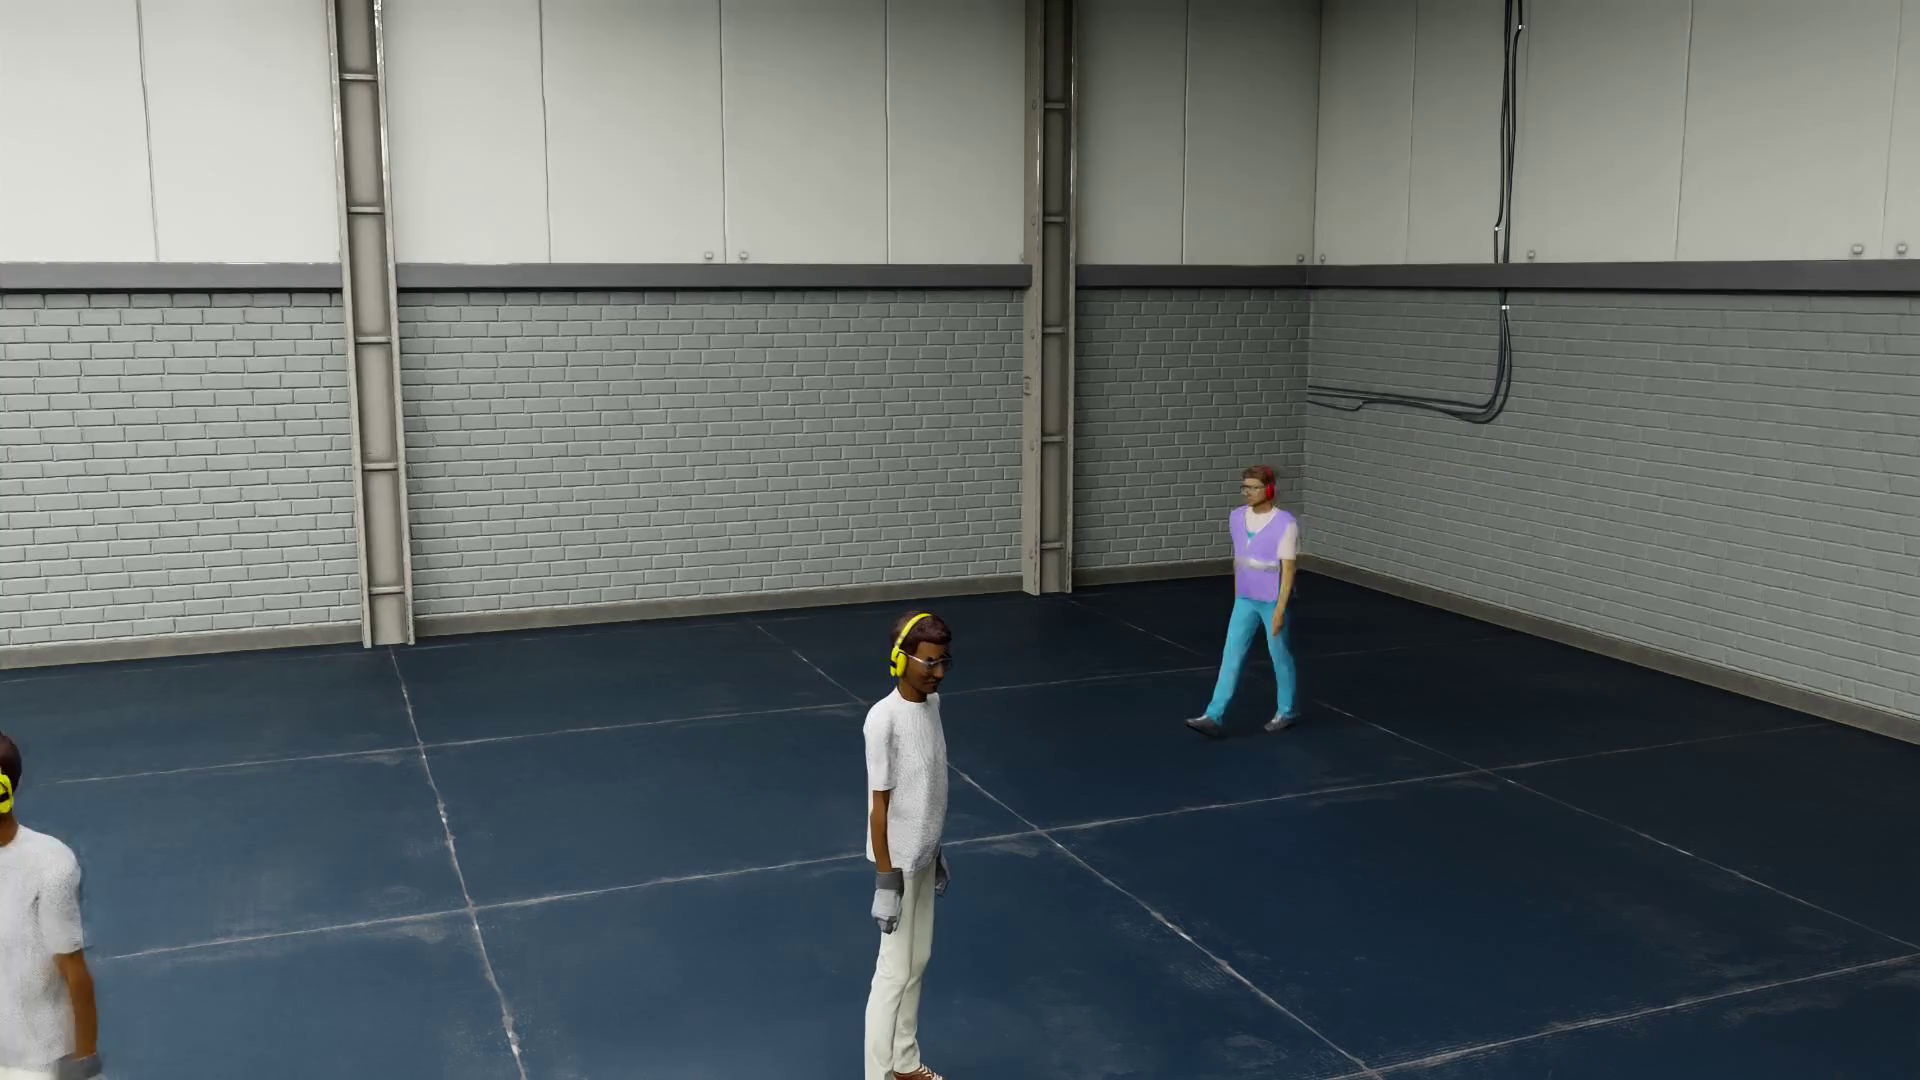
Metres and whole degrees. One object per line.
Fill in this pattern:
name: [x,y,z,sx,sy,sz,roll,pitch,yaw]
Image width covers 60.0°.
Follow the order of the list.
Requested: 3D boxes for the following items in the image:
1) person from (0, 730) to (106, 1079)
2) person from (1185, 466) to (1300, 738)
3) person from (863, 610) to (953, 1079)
person: [-2.580,1.415,4.398,0.570,1.854,0.536,5,10,30]
person: [1.910,0.416,10.852,0.949,1.792,0.594,-7,12,-38]
person: [-0.166,1.165,5.956,0.321,1.863,0.534,3,10,21]
